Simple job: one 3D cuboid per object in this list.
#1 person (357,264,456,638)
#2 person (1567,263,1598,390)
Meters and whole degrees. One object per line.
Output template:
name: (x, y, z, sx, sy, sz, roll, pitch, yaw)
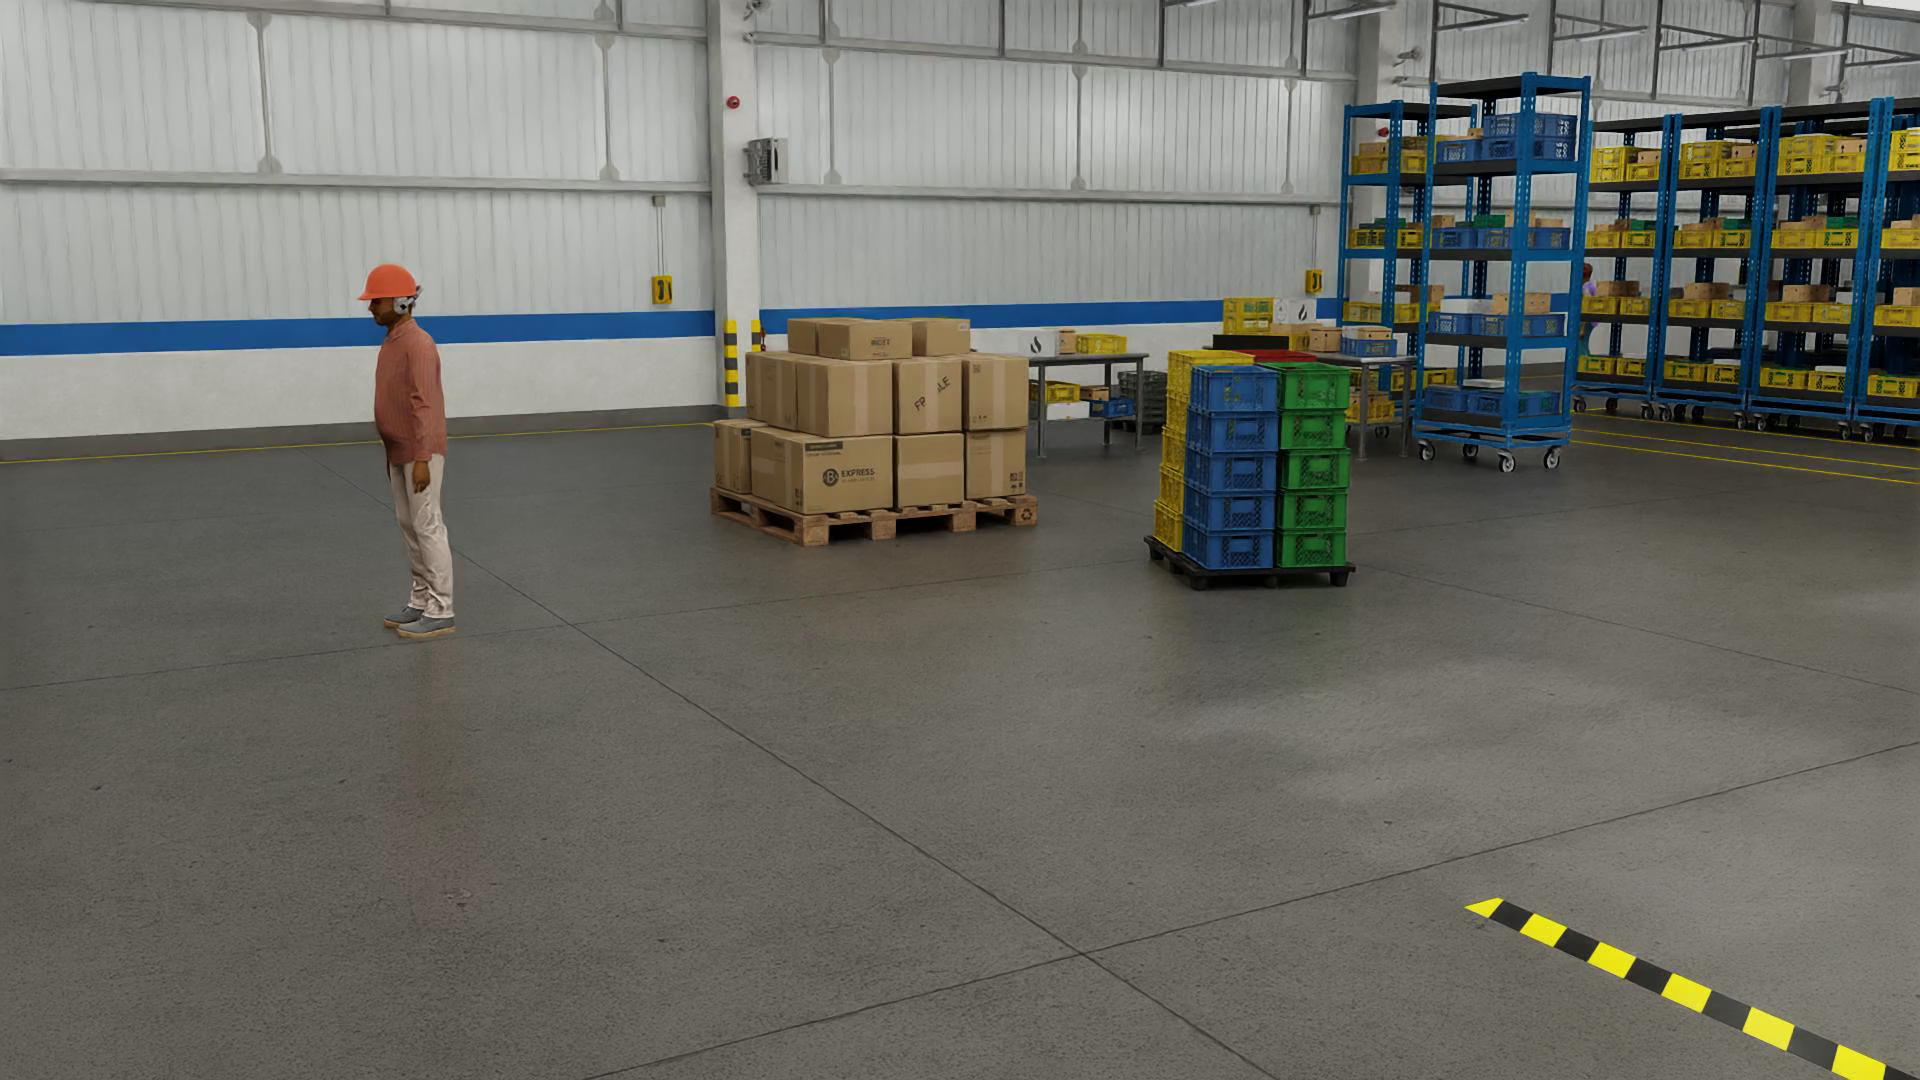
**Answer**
person: (-2.956, -0.470, 8.886, 0.405, 1.987, 0.608, -8, 13, -37)
person: (8.947, -3.047, 23.856, 0.390, 1.846, 0.563, 3, 10, 17)
